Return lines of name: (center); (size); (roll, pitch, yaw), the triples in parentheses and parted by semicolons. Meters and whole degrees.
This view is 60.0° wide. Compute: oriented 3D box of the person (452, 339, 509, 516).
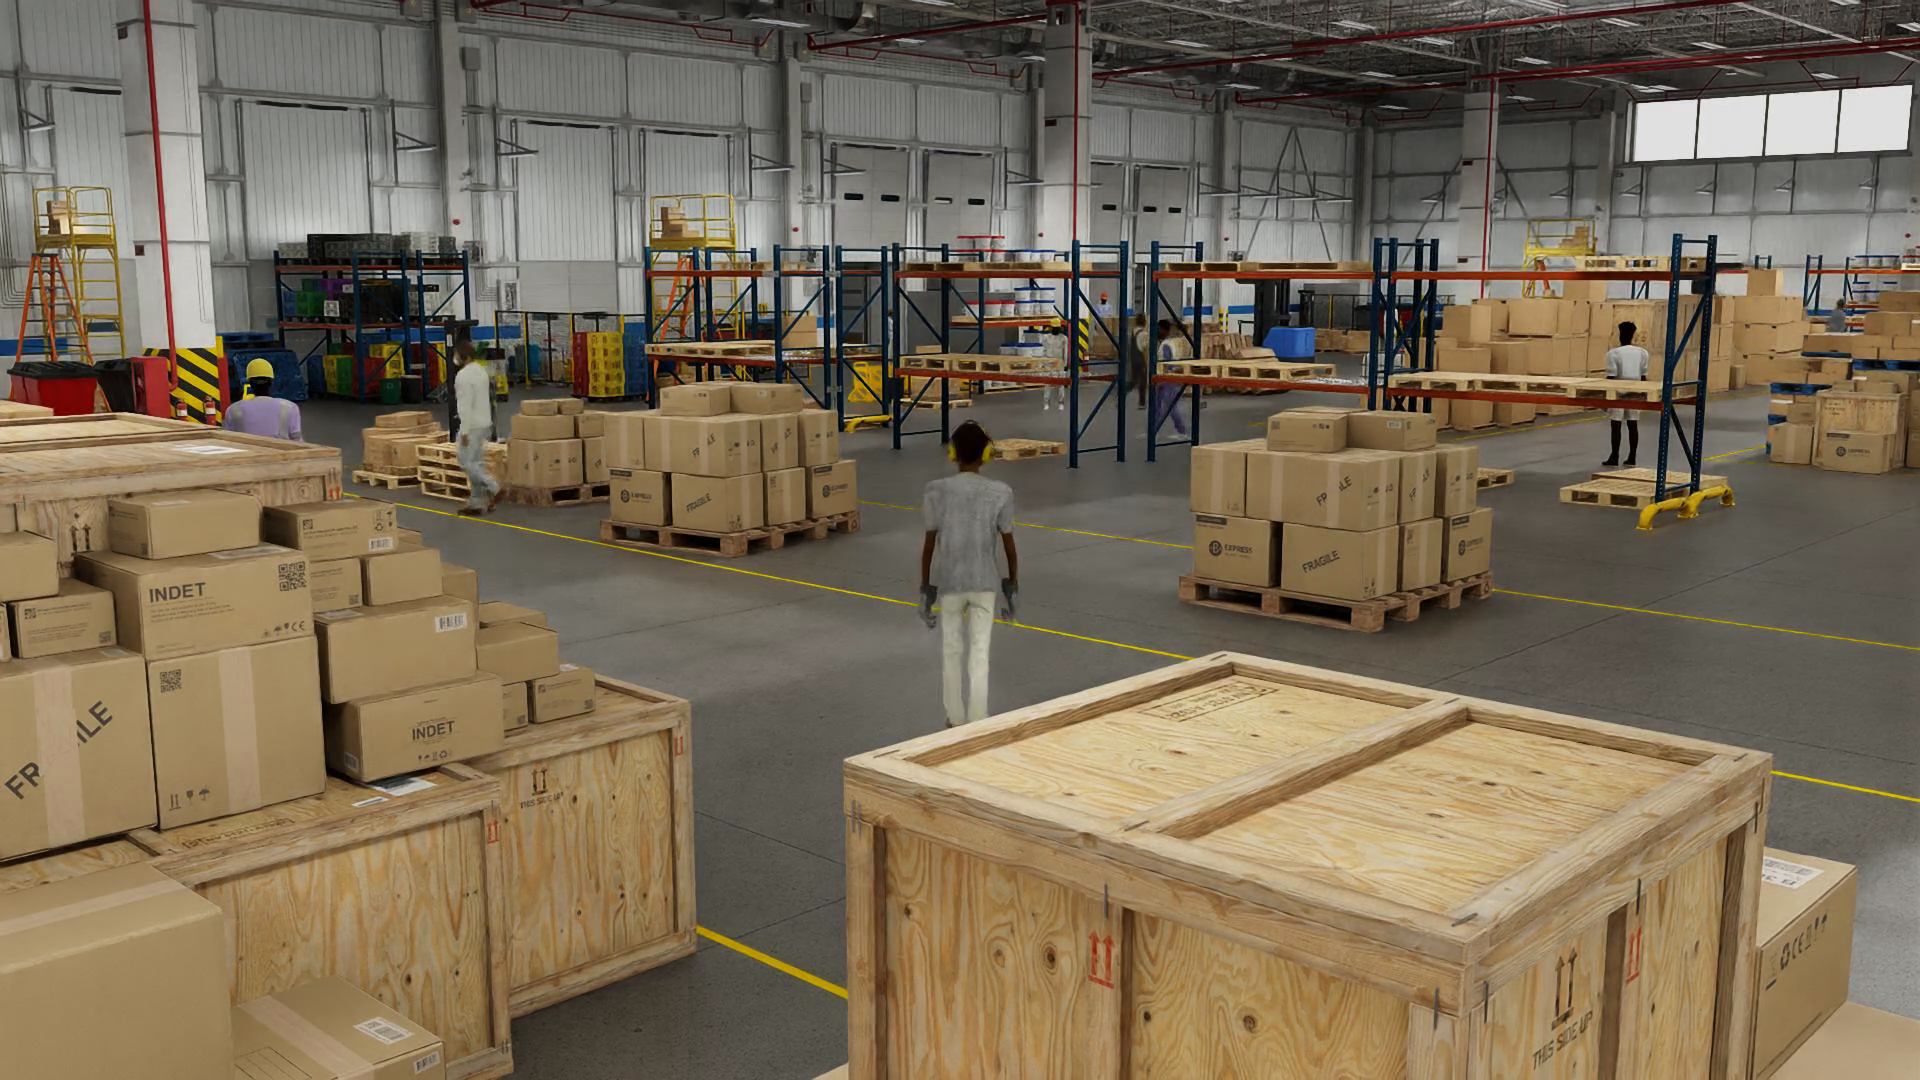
person: (-5.155, -1.193, 17.840); (0.543, 1.907, 0.640); (1, 9, 8)

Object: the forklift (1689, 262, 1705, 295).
forklift: (19.897, -6.102, 44.955); (1.873, 2.768, 1.129); (5, 10, 27)

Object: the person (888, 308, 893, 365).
person: (-1.843, -5.289, 43.800); (0.314, 1.634, 0.516); (3, 10, 16)

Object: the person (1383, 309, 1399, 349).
person: (11.754, -5.689, 45.477); (0.357, 1.883, 0.573); (-2, 10, -15)

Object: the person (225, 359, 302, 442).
person: (-5.758, -0.542, 13.819); (0.585, 1.918, 0.395); (-2, 10, -15)

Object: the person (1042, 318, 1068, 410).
person: (1.795, -3.319, 31.411); (0.486, 1.738, 0.321); (2, 9, 13)

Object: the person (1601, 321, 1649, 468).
person: (8.854, -1.932, 22.187); (0.603, 1.966, 0.368); (-2, 9, -10)

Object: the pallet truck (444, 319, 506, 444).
pallet truck: (-6.981, -1.942, 22.150); (1.885, 1.965, 0.823); (1, 9, 9)

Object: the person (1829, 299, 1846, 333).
person: (22.324, -5.211, 42.475); (0.859, 1.910, 0.635); (2, 9, 12)

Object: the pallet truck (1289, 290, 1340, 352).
pallet truck: (11.297, -6.951, 52.861); (1.885, 1.965, 0.823); (-5, 11, -29)

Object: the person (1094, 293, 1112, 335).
person: (4.419, -6.662, 51.310); (0.543, 1.929, 0.384); (0, 9, -2)

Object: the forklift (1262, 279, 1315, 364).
forklift: (8.557, -6.090, 44.881); (1.873, 2.768, 1.129); (9, 13, 43)

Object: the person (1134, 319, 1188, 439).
person: (3.183, -2.483, 25.906); (0.854, 1.897, 0.610); (1, 9, 3)

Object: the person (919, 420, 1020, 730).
person: (0.061, 0.264, 9.127); (0.524, 1.838, 0.857); (1, 9, 5)

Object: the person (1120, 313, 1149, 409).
person: (3.329, -3.359, 31.360); (0.584, 1.827, 0.528); (-7, 12, -37)
